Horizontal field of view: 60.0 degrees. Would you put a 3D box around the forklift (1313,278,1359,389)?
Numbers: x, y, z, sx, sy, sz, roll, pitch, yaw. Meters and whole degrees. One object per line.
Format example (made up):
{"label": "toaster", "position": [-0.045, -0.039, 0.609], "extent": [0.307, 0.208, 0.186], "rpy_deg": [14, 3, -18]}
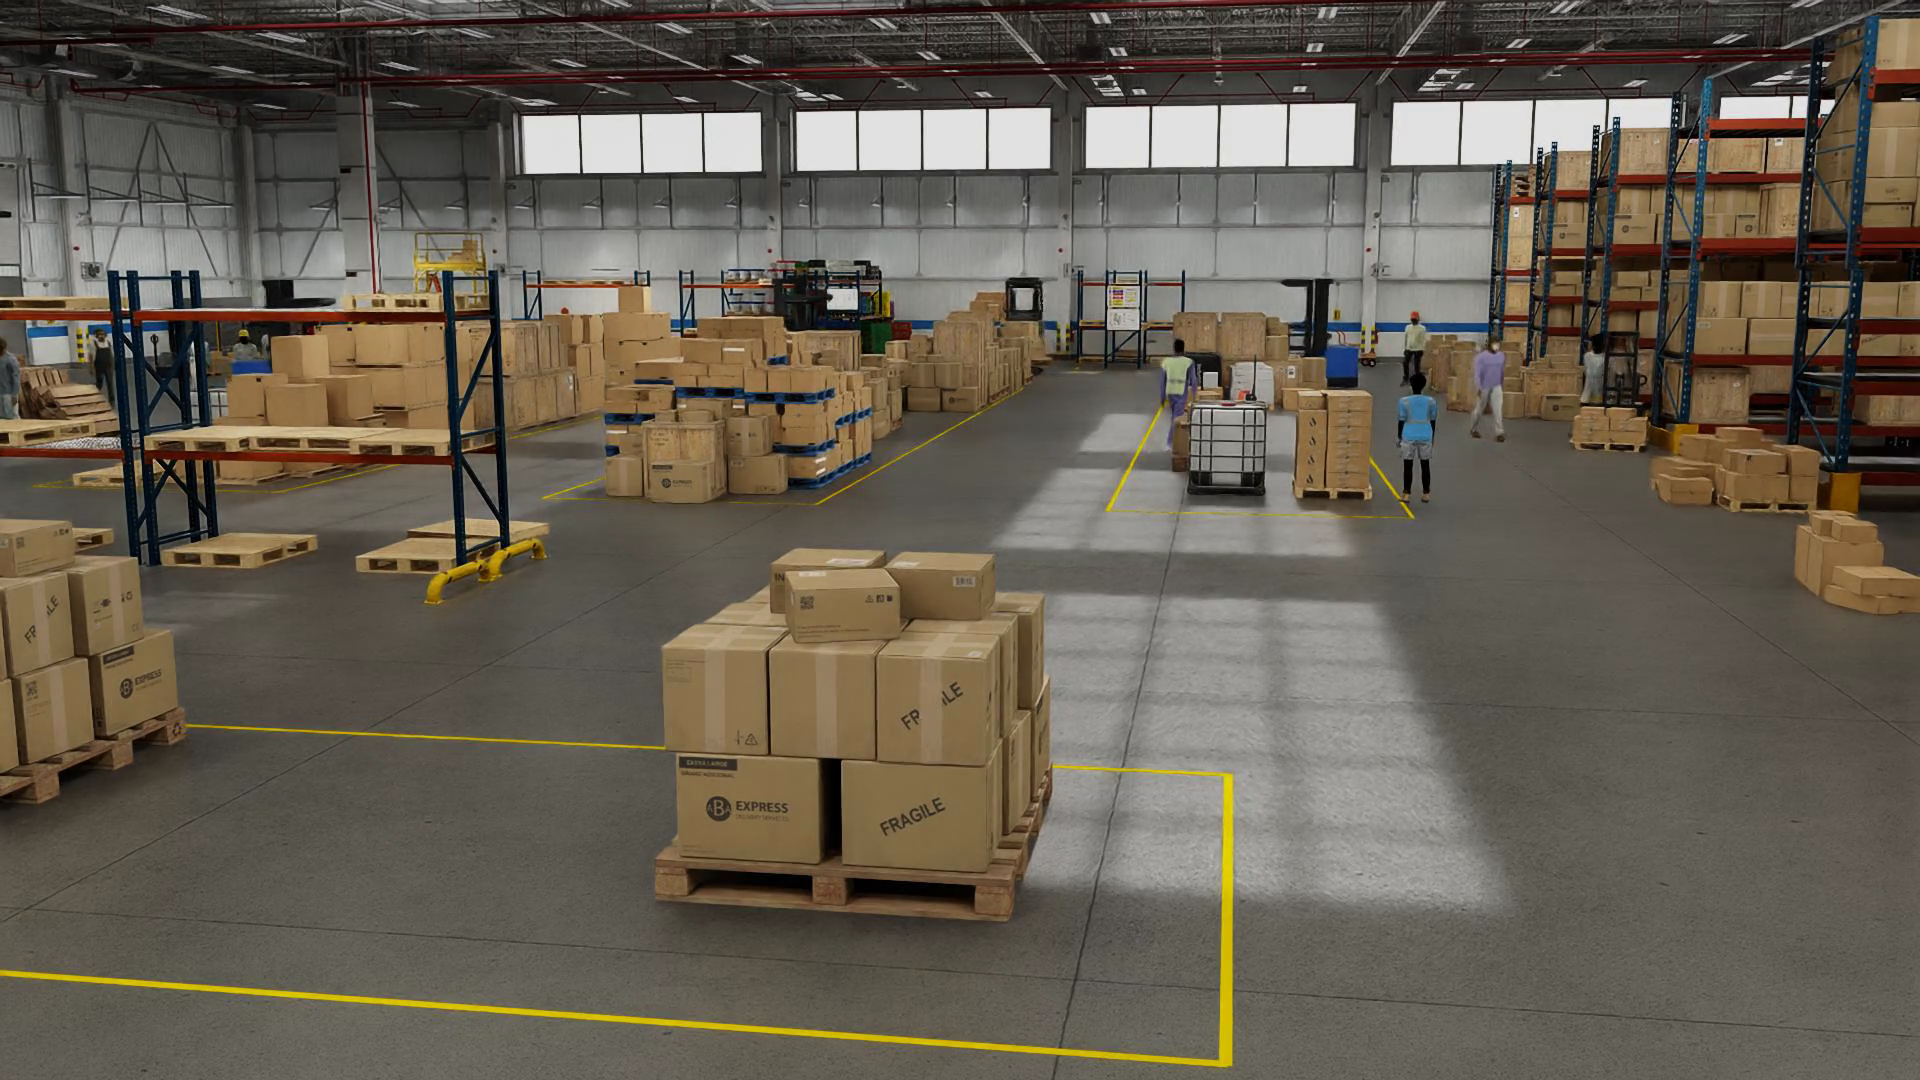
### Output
{"label": "forklift", "position": [9.281, -5.317, 42.707], "extent": [1.873, 2.768, 1.129], "rpy_deg": [1, 9, 9]}

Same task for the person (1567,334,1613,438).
{"label": "person", "position": [11.287, -2.725, 29.713], "extent": [0.982, 1.900, 0.682], "rpy_deg": [-6, 11, -33]}

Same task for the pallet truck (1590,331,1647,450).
{"label": "pallet truck", "position": [11.253, -2.573, 28.499], "extent": [0.823, 1.965, 1.885], "rpy_deg": [5, 10, 27]}

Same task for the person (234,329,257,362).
{"label": "person", "position": [-15.681, -3.747, 36.521], "extent": [0.483, 1.745, 0.299], "rpy_deg": [-2, 10, -15]}

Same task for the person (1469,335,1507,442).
{"label": "person", "position": [9.454, -2.713, 29.736], "extent": [0.640, 1.894, 1.034], "rpy_deg": [-2, 9, -10]}

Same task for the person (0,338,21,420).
{"label": "person", "position": [-15.915, -2.417, 27.737], "extent": [0.627, 1.935, 0.371], "rpy_deg": [5, 10, 28]}

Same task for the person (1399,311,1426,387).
{"label": "person", "position": [11.738, -4.942, 43.201], "extent": [0.644, 1.963, 0.851], "rpy_deg": [9, 13, 42]}

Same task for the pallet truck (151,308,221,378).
{"label": "pallet truck", "position": [-21.869, -5.598, 47.154], "extent": [0.823, 1.965, 1.885], "rpy_deg": [4, 10, 26]}

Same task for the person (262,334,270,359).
{"label": "person", "position": [-15.037, -3.871, 36.736], "extent": [0.647, 1.916, 0.748], "rpy_deg": [-5, 10, -27]}

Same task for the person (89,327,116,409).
{"label": "person", "position": [-18.846, -3.777, 36.535], "extent": [0.556, 1.810, 0.834], "rpy_deg": [-8, 12, -41]}

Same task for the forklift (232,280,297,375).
{"label": "forklift", "position": [-14.688, -4.235, 36.031], "extent": [1.873, 2.768, 1.129], "rpy_deg": [0, 9, -2]}

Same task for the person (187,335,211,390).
{"label": "person", "position": [-18.176, -4.181, 39.718], "extent": [0.527, 1.572, 0.908], "rpy_deg": [-5, 10, -27]}

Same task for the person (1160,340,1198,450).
{"label": "person", "position": [3.705, -2.460, 28.225], "extent": [0.608, 1.868, 1.020], "rpy_deg": [7, 11, 37]}

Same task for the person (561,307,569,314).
{"label": "person", "position": [-11.754, -5.958, 49.557], "extent": [0.544, 1.939, 0.355], "rpy_deg": [-7, 12, -38]}

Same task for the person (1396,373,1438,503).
{"label": "person", "position": [5.958, -1.324, 21.719], "extent": [0.530, 1.697, 0.321], "rpy_deg": [0, 9, -1]}

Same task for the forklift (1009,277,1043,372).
{"label": "forklift", "position": [1.929, -6.510, 50.067], "extent": [1.129, 2.768, 1.873], "rpy_deg": [0, 9, 3]}

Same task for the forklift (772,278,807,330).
{"label": "forklift", "position": [-4.325, -5.247, 42.272], "extent": [1.873, 2.768, 1.129], "rpy_deg": [7, 12, 39]}
